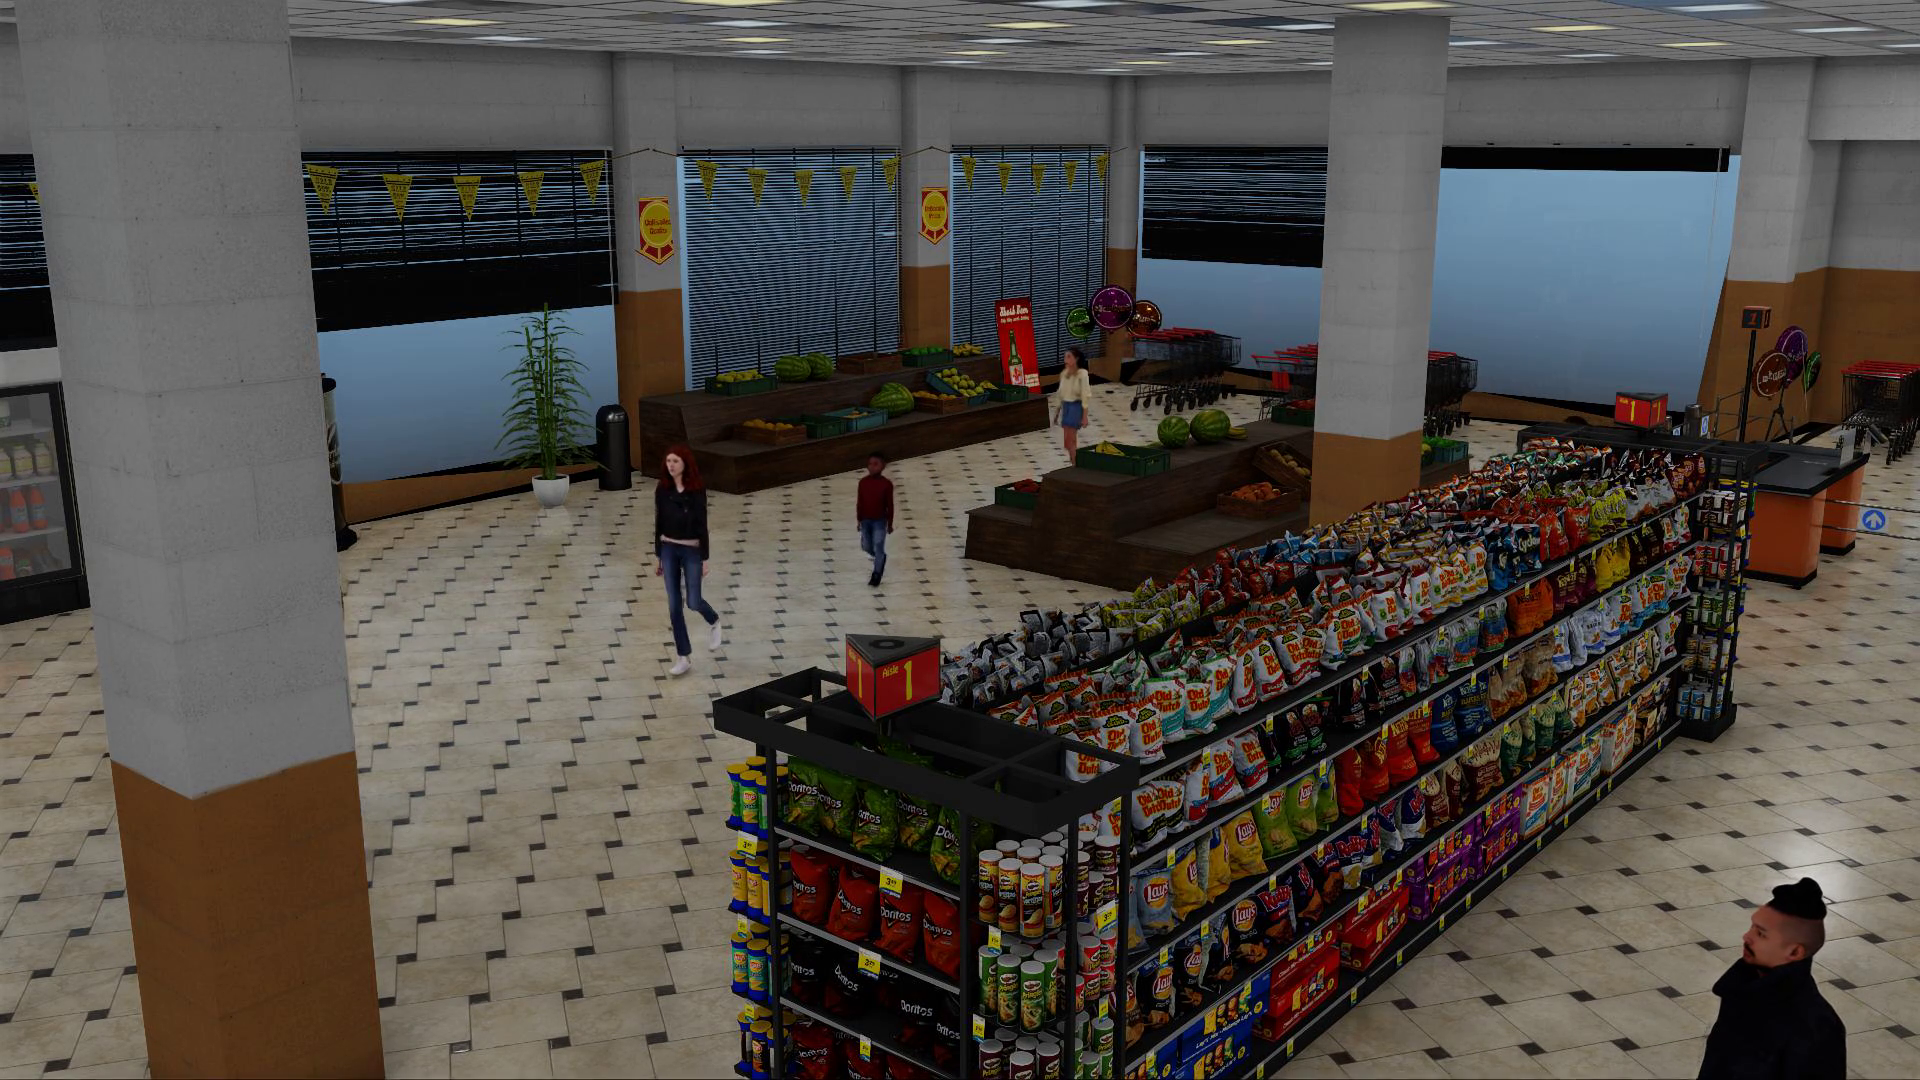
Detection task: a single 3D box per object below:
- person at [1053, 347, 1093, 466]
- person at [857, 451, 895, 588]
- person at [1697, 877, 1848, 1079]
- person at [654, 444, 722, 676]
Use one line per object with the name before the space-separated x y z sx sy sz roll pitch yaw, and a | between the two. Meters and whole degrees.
person | 1.415 -1.498 19.862 0.688 1.620 0.715 -9 16 -32
person | -0.768 -0.208 15.339 0.632 1.245 0.815 5 15 21
person | 2.517 1.927 5.232 0.937 1.860 0.858 0 14 1
person | -2.093 0.139 12.798 0.774 1.767 0.972 5 14 18
